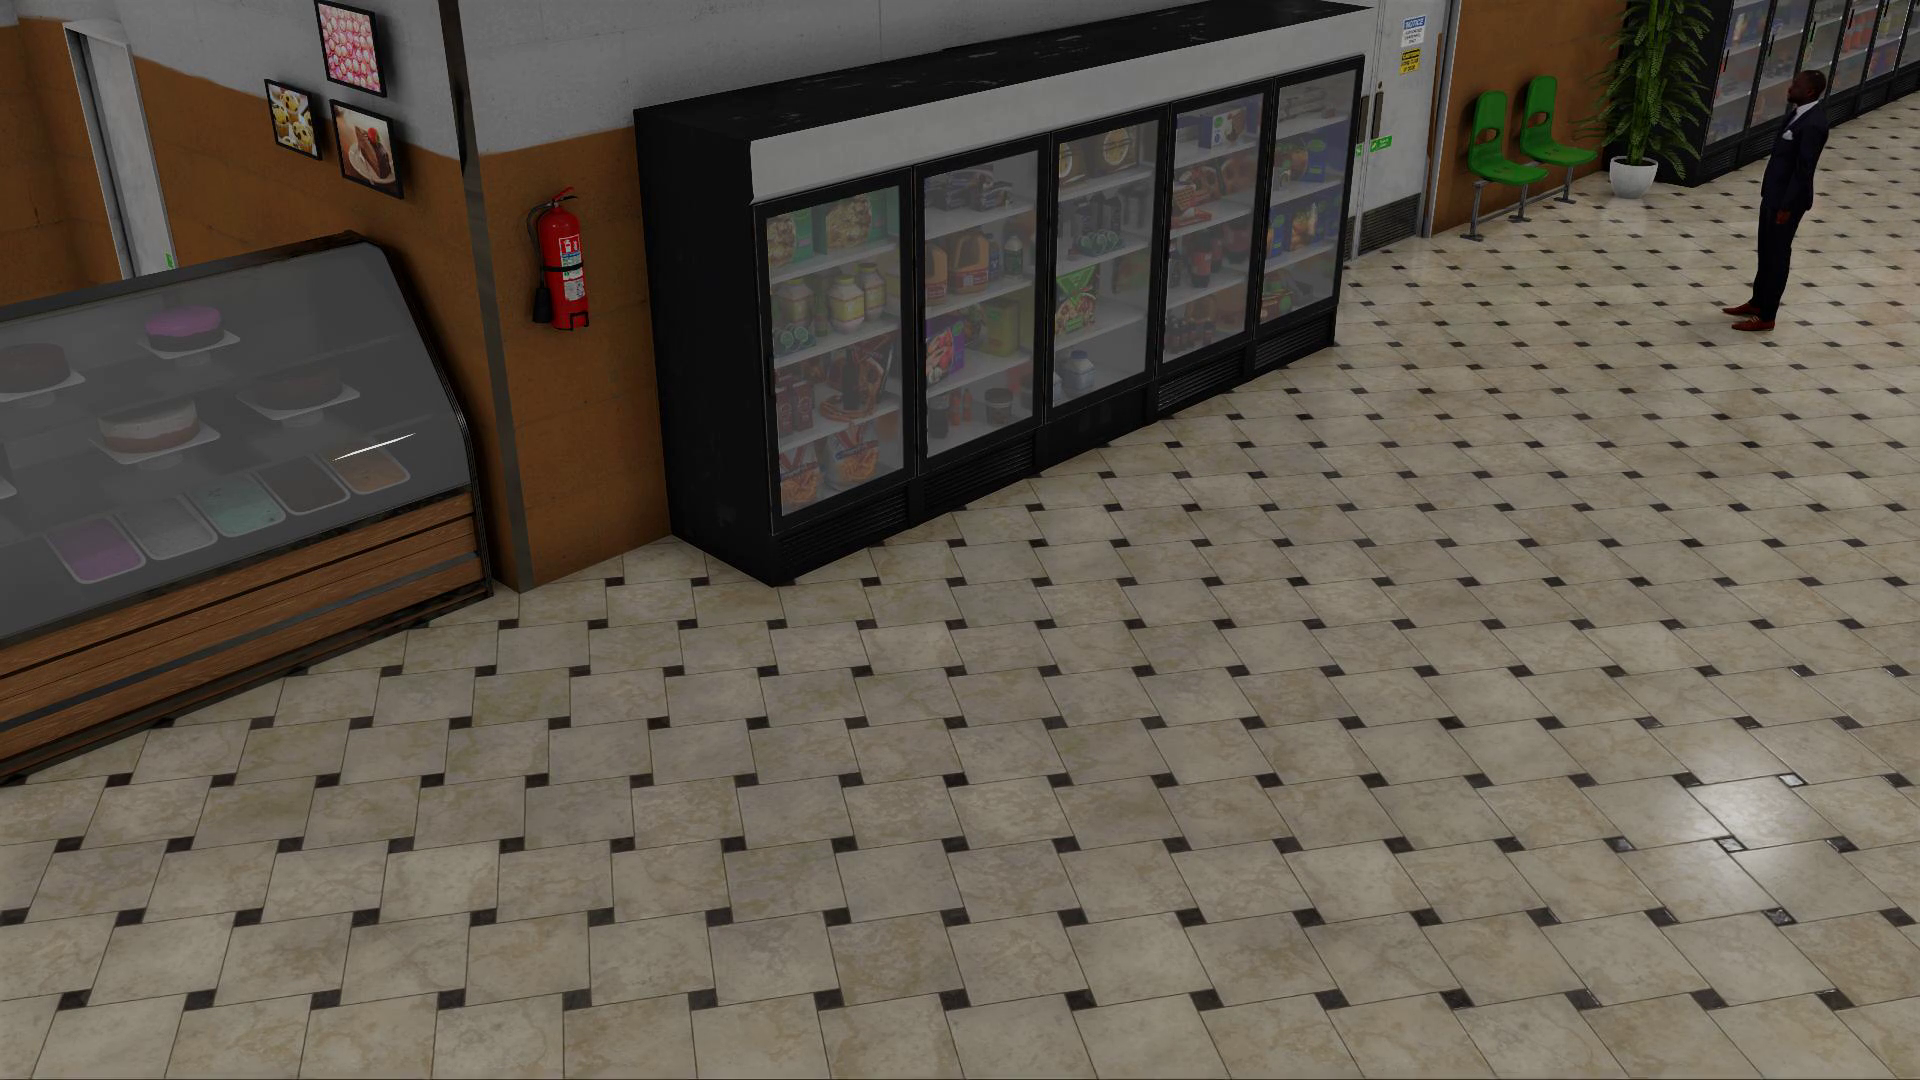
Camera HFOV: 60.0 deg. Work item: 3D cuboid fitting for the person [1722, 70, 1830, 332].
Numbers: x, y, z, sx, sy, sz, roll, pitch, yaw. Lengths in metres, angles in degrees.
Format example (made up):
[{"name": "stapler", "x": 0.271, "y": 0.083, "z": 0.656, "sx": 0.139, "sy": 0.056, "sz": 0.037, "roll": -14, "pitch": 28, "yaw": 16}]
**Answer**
[{"name": "person", "x": 5.819, "y": -2.399, "z": 11.742, "sx": 0.799, "sy": 1.824, "sz": 0.790, "roll": 6, "pitch": 27, "yaw": 12}]
